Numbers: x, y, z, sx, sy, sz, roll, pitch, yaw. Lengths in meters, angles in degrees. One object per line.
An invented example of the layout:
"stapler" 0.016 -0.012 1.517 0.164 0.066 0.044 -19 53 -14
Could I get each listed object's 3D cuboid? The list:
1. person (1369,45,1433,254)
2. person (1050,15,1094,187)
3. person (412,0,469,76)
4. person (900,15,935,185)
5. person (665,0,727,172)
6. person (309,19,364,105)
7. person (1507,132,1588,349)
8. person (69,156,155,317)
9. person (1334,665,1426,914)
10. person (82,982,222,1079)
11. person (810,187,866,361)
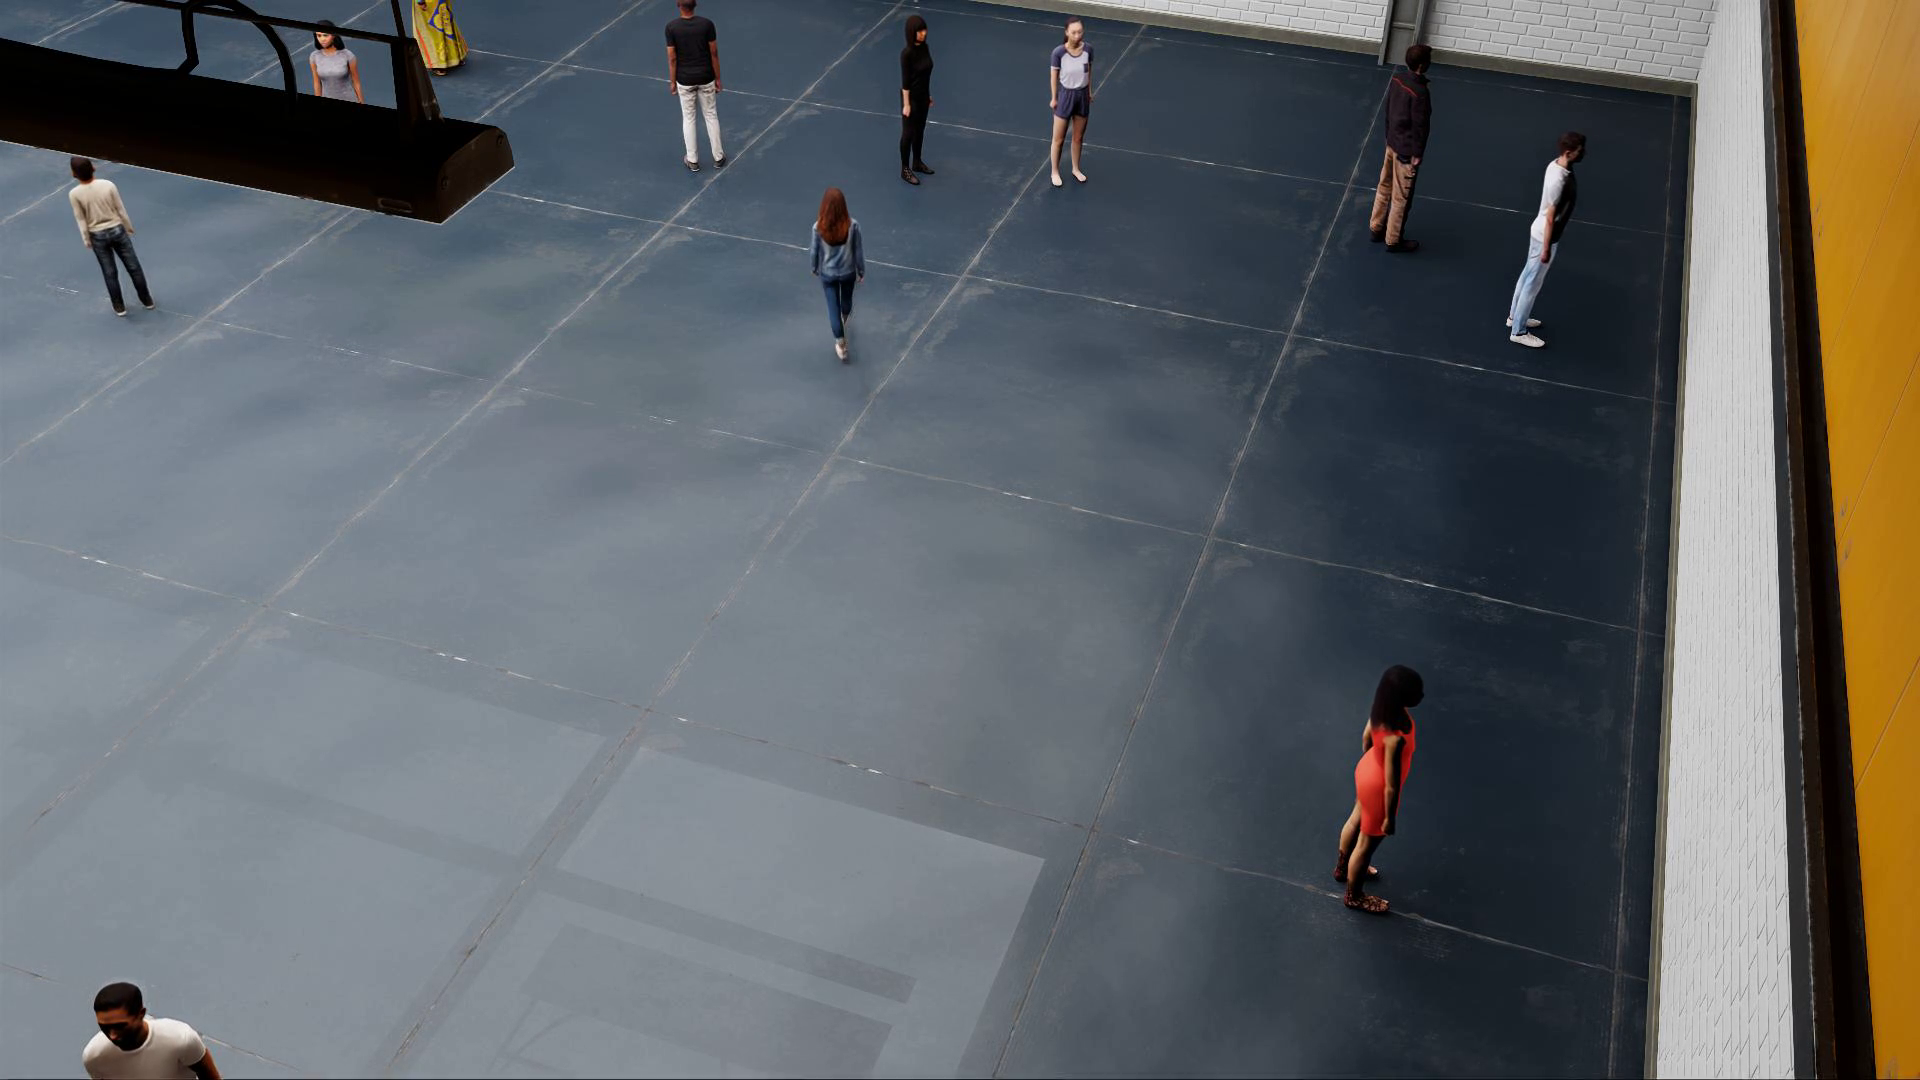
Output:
"person" 4.008 -3.544 15.030 0.831 1.925 0.788 -13 40 -16
"person" 1.075 -4.268 16.156 0.663 1.650 0.732 -14 41 -17
"person" -5.818 -5.995 18.310 0.800 1.661 0.878 17 42 20
"person" -0.442 -4.320 16.228 0.592 1.641 0.622 25 45 28
"person" -2.604 -4.515 16.343 0.722 1.804 0.820 -10 40 -12
"person" -5.854 -4.061 15.792 0.613 1.781 0.723 -6 39 -8
"person" 4.858 -2.523 13.811 0.558 1.850 0.654 10 40 12
"person" -7.283 -2.608 14.227 0.643 1.464 0.684 -21 43 -25
"person" 2.281 1.342 9.076 0.629 1.719 0.656 -1 39 -1
"person" -3.522 2.576 7.464 0.666 1.803 0.782 -8 39 -10
"person" -1.003 -2.160 13.680 0.986 1.447 0.928 -5 39 -6
